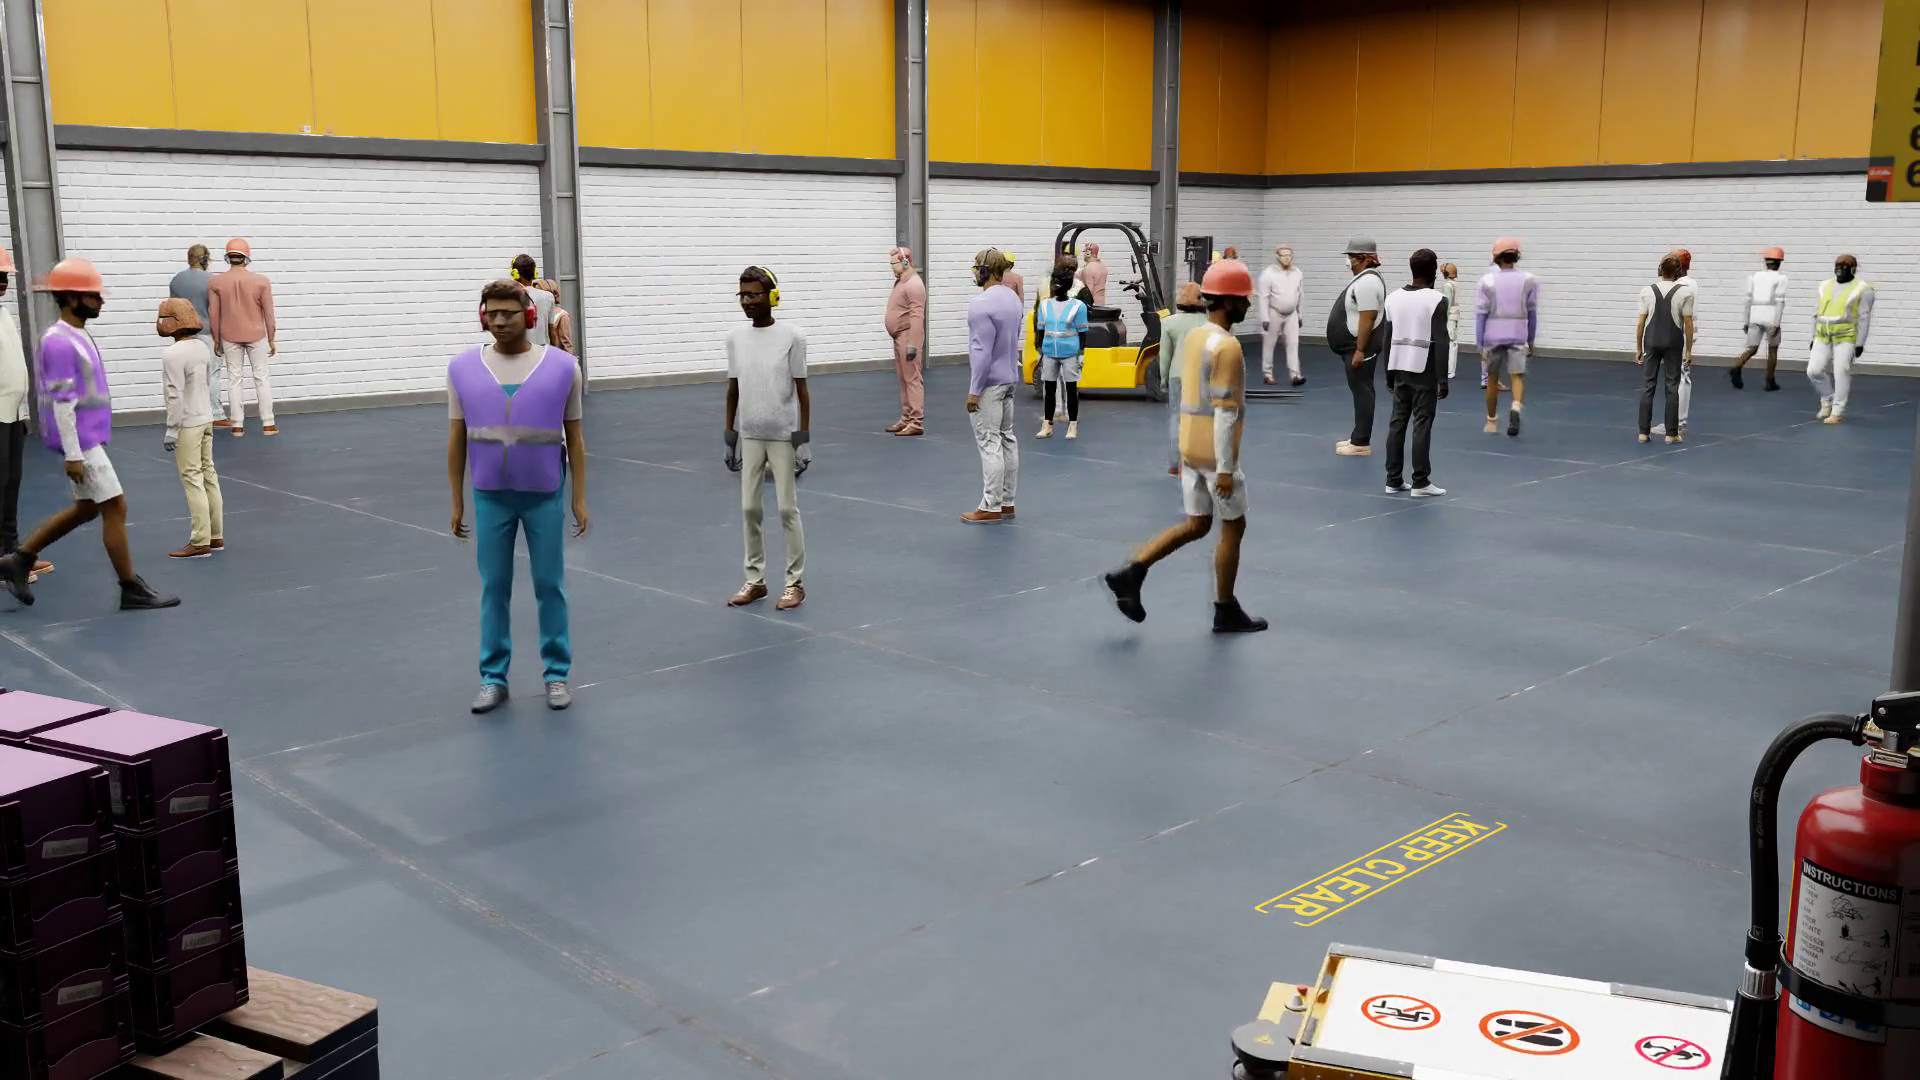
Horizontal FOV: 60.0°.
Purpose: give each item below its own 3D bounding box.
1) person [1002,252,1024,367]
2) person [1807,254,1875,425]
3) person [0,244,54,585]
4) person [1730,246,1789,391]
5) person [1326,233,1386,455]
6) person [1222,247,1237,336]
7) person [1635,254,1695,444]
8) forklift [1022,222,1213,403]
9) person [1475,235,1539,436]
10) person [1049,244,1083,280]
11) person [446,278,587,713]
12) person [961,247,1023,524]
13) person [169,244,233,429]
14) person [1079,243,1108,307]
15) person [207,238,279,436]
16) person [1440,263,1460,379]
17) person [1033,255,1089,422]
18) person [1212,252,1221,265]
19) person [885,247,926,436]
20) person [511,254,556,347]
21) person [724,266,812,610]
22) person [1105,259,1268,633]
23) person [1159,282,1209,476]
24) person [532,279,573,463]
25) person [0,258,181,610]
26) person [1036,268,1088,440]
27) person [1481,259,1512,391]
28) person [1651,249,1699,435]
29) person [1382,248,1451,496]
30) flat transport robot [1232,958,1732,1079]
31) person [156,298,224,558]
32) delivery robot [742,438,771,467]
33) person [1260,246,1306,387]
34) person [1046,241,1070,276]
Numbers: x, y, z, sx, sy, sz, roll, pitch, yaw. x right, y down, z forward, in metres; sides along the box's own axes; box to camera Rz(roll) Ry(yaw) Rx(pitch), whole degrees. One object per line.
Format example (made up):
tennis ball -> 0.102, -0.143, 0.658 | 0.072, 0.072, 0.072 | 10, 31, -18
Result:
person -> 0.739, -3.545, 25.625 | 0.522, 1.769, 0.311 | 3, 11, 16
person -> 9.419, -2.148, 17.841 | 0.451, 1.823, 0.648 | -6, 12, -31
person -> -5.608, -0.739, 9.699 | 0.381, 1.991, 0.624 | -2, 11, -11
person -> 10.368, -2.857, 21.542 | 0.870, 1.902, 0.551 | -7, 13, -34
person -> 3.660, -1.806, 15.392 | 0.537, 2.000, 0.675 | 3, 11, 16
person -> 4.483, -3.965, 27.793 | 0.554, 1.827, 1.033 | 0, 10, 3
person -> 6.844, -1.852, 16.177 | 0.517, 1.843, 0.326 | 7, 12, 33
forklift -> 1.935, -2.847, 20.651 | 2.313, 2.155, 1.214 | 2, 11, 13
person -> 5.454, -2.020, 16.606 | 0.626, 2.024, 0.816 | 2, 11, 9
person -> 1.674, -3.592, 25.521 | 0.610, 1.892, 0.738 | 4, 11, 22
person -> -1.882, -0.188, 7.101 | 0.570, 1.843, 0.372 | -1, 10, -7
person -> 0.222, -1.081, 11.714 | 0.362, 1.939, 0.635 | 5, 11, 25
person -> -7.933, -2.119, 17.396 | 0.628, 1.932, 0.375 | 3, 11, 18
person -> 1.963, -3.495, 24.971 | 0.401, 1.909, 0.642 | 6, 12, 28
person -> -7.237, -2.043, 16.811 | 0.614, 1.994, 0.394 | -3, 11, -17
person -> 6.898, -3.088, 23.487 | 0.313, 1.637, 0.513 | 6, 12, 28
person -> 1.079, -2.185, 18.144 | 0.667, 1.822, 0.431 | 8, 13, 36
person -> 3.902, -3.544, 25.630 | 0.534, 1.773, 0.319 | 4, 11, 20
person -> -0.563, -2.005, 16.863 | 0.399, 1.901, 0.642 | -3, 11, -14
person -> -3.670, -1.494, 14.180 | 0.329, 1.865, 0.508 | 10, 14, 44
person -> -1.046, -0.542, 9.032 | 0.519, 1.853, 0.331 | 4, 11, 22
person -> 1.172, -0.452, 8.374 | 0.778, 1.915, 0.555 | -3, 11, -14
person -> 1.925, -1.342, 13.969 | 0.504, 1.632, 0.270 | 3, 11, 15
person -> -3.636, -1.489, 14.757 | 0.523, 1.639, 0.306 | 7, 13, 35
person -> -4.751, -0.546, 8.898 | 0.880, 1.911, 0.554 | -4, 11, -19
person -> 1.005, -1.839, 16.504 | 0.533, 1.698, 0.322 | 5, 11, 25
person -> 7.041, -2.899, 21.723 | 0.408, 1.908, 0.641 | 1, 10, 4
person -> 7.310, -2.014, 16.955 | 0.362, 1.883, 0.575 | 8, 13, 38
person -> 3.546, -1.296, 12.946 | 0.383, 1.918, 0.597 | -7, 13, -35
flat transport robot -> 1.370, 1.212, 3.766 | 1.431, 0.197, 0.652 | 4, 11, 20
person -> -4.870, -0.704, 10.493 | 0.279, 1.633, 0.501 | 0, 10, -1
delivery robot -> -1.647, -0.874, 14.109 | 0.477, 0.478, 0.707 | -3, 11, -15
person -> 4.337, -2.988, 22.286 | 0.679, 1.871, 0.936 | -3, 11, -15
person -> 1.670, -3.768, 26.413 | 0.671, 1.916, 0.817 | 7, 13, 35
